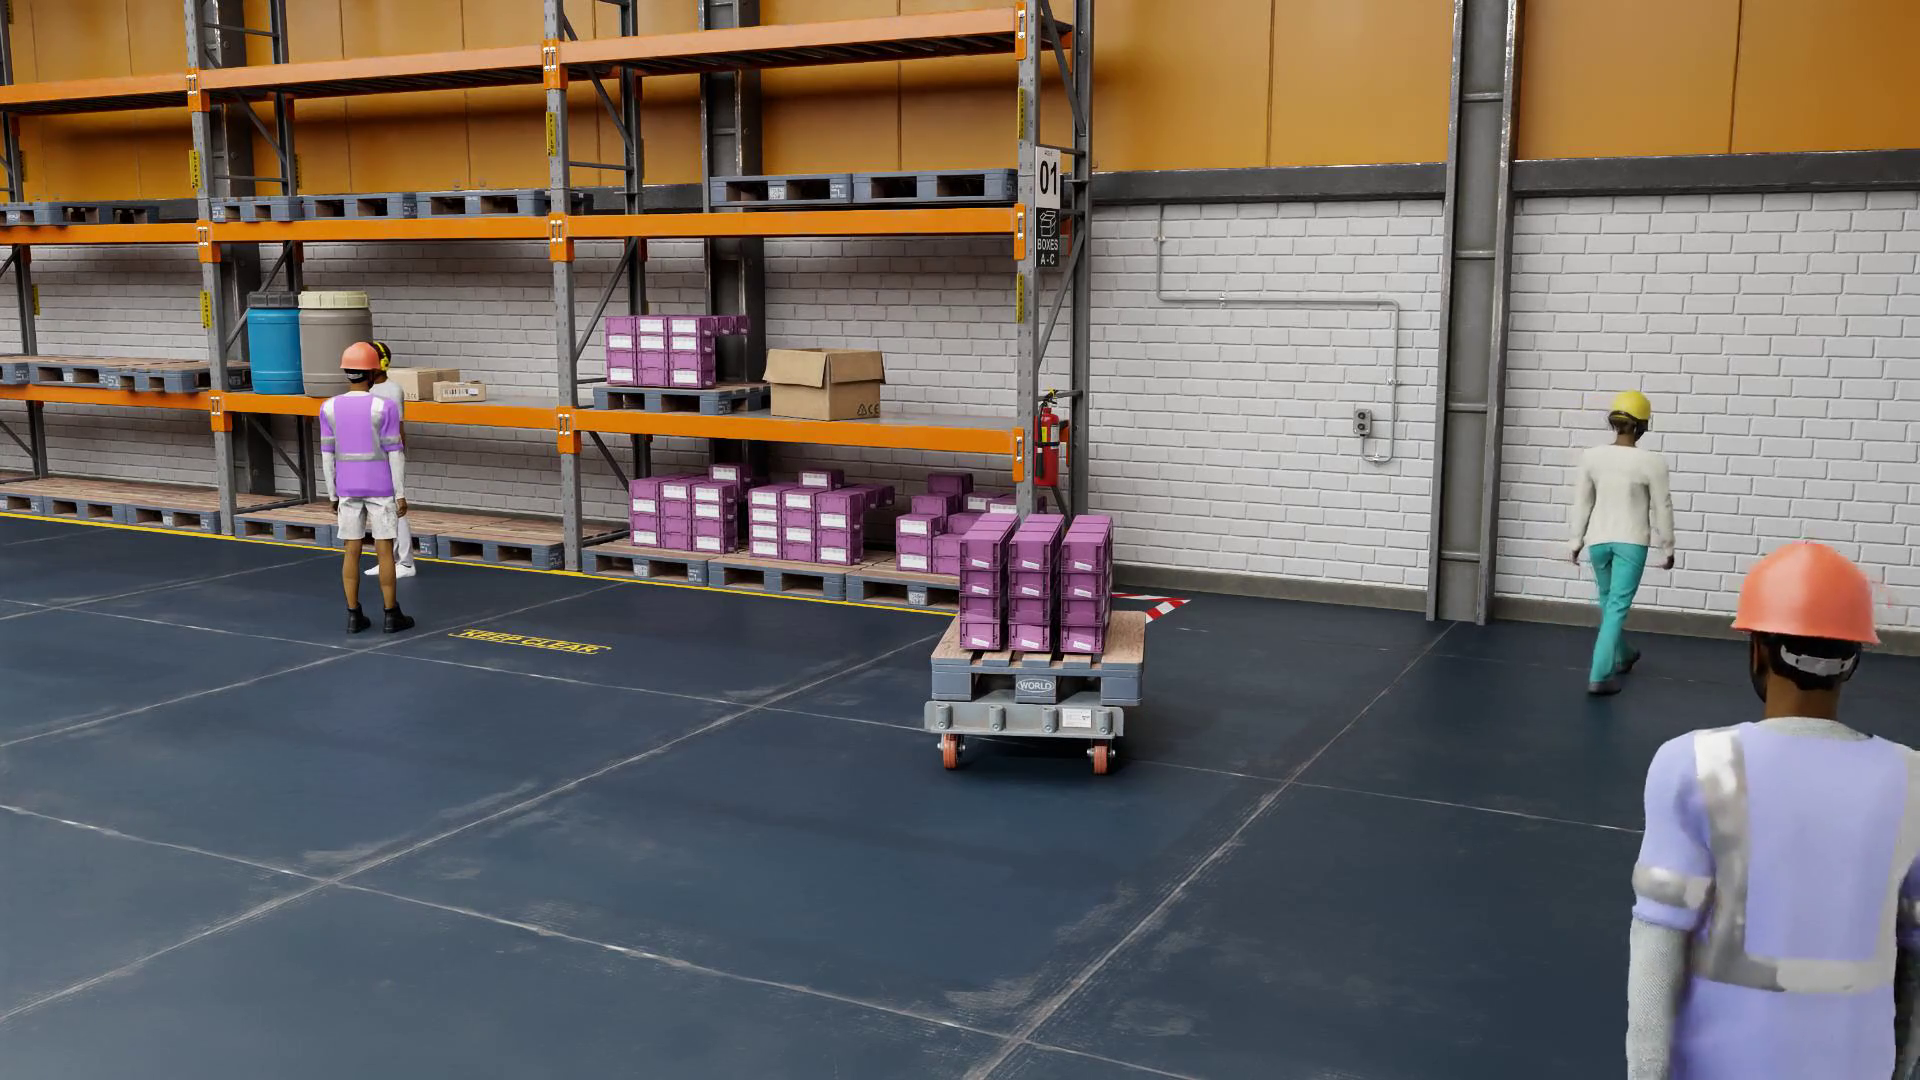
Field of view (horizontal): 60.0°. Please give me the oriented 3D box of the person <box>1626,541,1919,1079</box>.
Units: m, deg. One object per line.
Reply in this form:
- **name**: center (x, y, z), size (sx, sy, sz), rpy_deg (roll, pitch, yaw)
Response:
- **person**: center (1.502, 0.960, 3.101), size (0.591, 1.913, 0.467), rpy_deg (1, 9, 5)

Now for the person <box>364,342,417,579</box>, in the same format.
- **person**: center (-4.507, -0.620, 13.045), size (0.319, 1.860, 0.509), rpy_deg (-8, 12, -42)

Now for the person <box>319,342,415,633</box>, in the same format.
- **person**: center (-3.939, -0.339, 11.052), size (0.543, 1.939, 0.360), rpy_deg (0, 9, 3)

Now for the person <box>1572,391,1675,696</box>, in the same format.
- **person**: center (3.851, 0.008, 9.598), size (0.878, 1.719, 0.537), rpy_deg (-7, 12, -39)
